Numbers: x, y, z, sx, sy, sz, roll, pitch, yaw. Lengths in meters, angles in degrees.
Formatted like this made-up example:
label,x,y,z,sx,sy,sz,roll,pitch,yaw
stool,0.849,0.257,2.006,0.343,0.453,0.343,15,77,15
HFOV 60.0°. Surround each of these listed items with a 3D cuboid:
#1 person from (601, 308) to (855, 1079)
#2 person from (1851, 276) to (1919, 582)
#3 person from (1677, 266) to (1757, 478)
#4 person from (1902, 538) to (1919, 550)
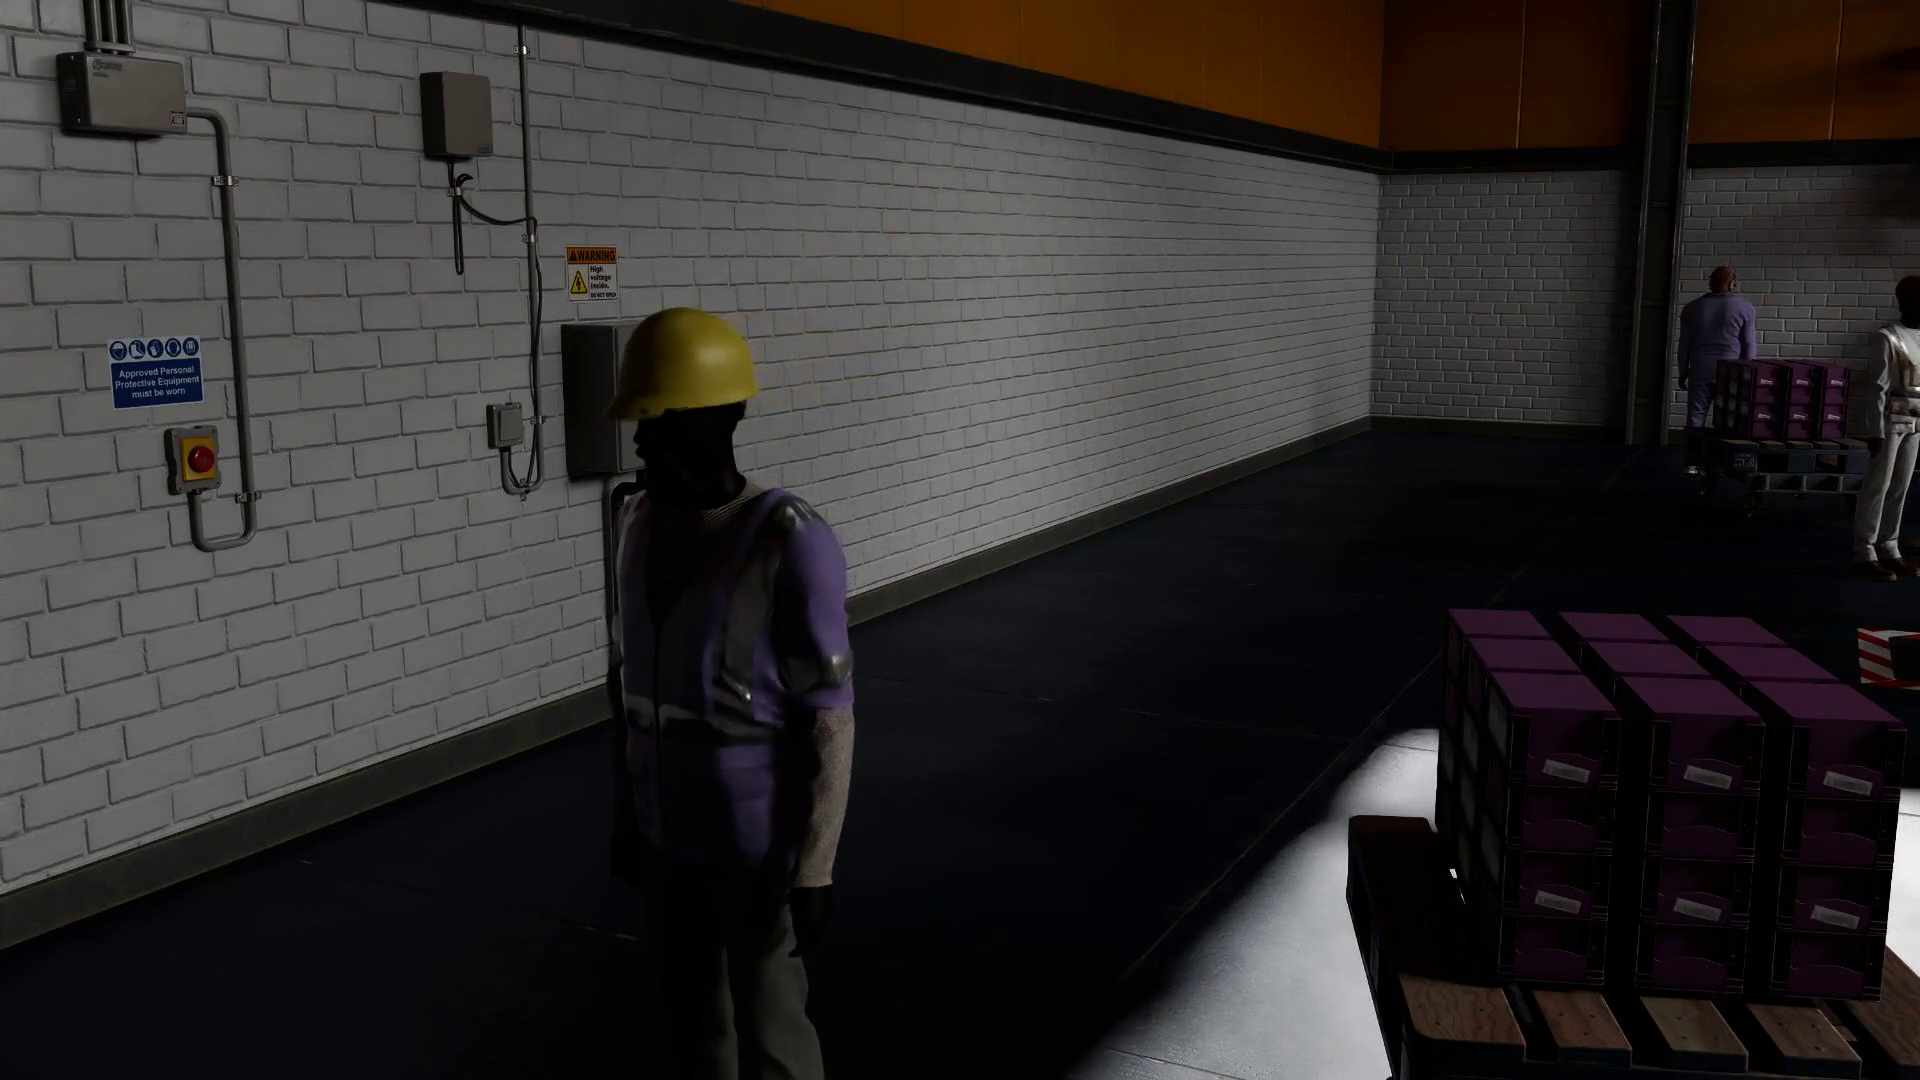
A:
label,x,y,z,sx,sy,sz,roll,pitch,yaw
person,-0.470,0.531,3.135,0.593,1.922,0.387,8,13,39
person,5.824,-0.687,10.313,0.575,1.882,0.361,-5,11,-29
person,6.836,-1.514,15.034,0.655,1.905,0.407,7,12,36
person,6.632,-0.800,11.085,0.429,1.844,0.626,1,10,7
